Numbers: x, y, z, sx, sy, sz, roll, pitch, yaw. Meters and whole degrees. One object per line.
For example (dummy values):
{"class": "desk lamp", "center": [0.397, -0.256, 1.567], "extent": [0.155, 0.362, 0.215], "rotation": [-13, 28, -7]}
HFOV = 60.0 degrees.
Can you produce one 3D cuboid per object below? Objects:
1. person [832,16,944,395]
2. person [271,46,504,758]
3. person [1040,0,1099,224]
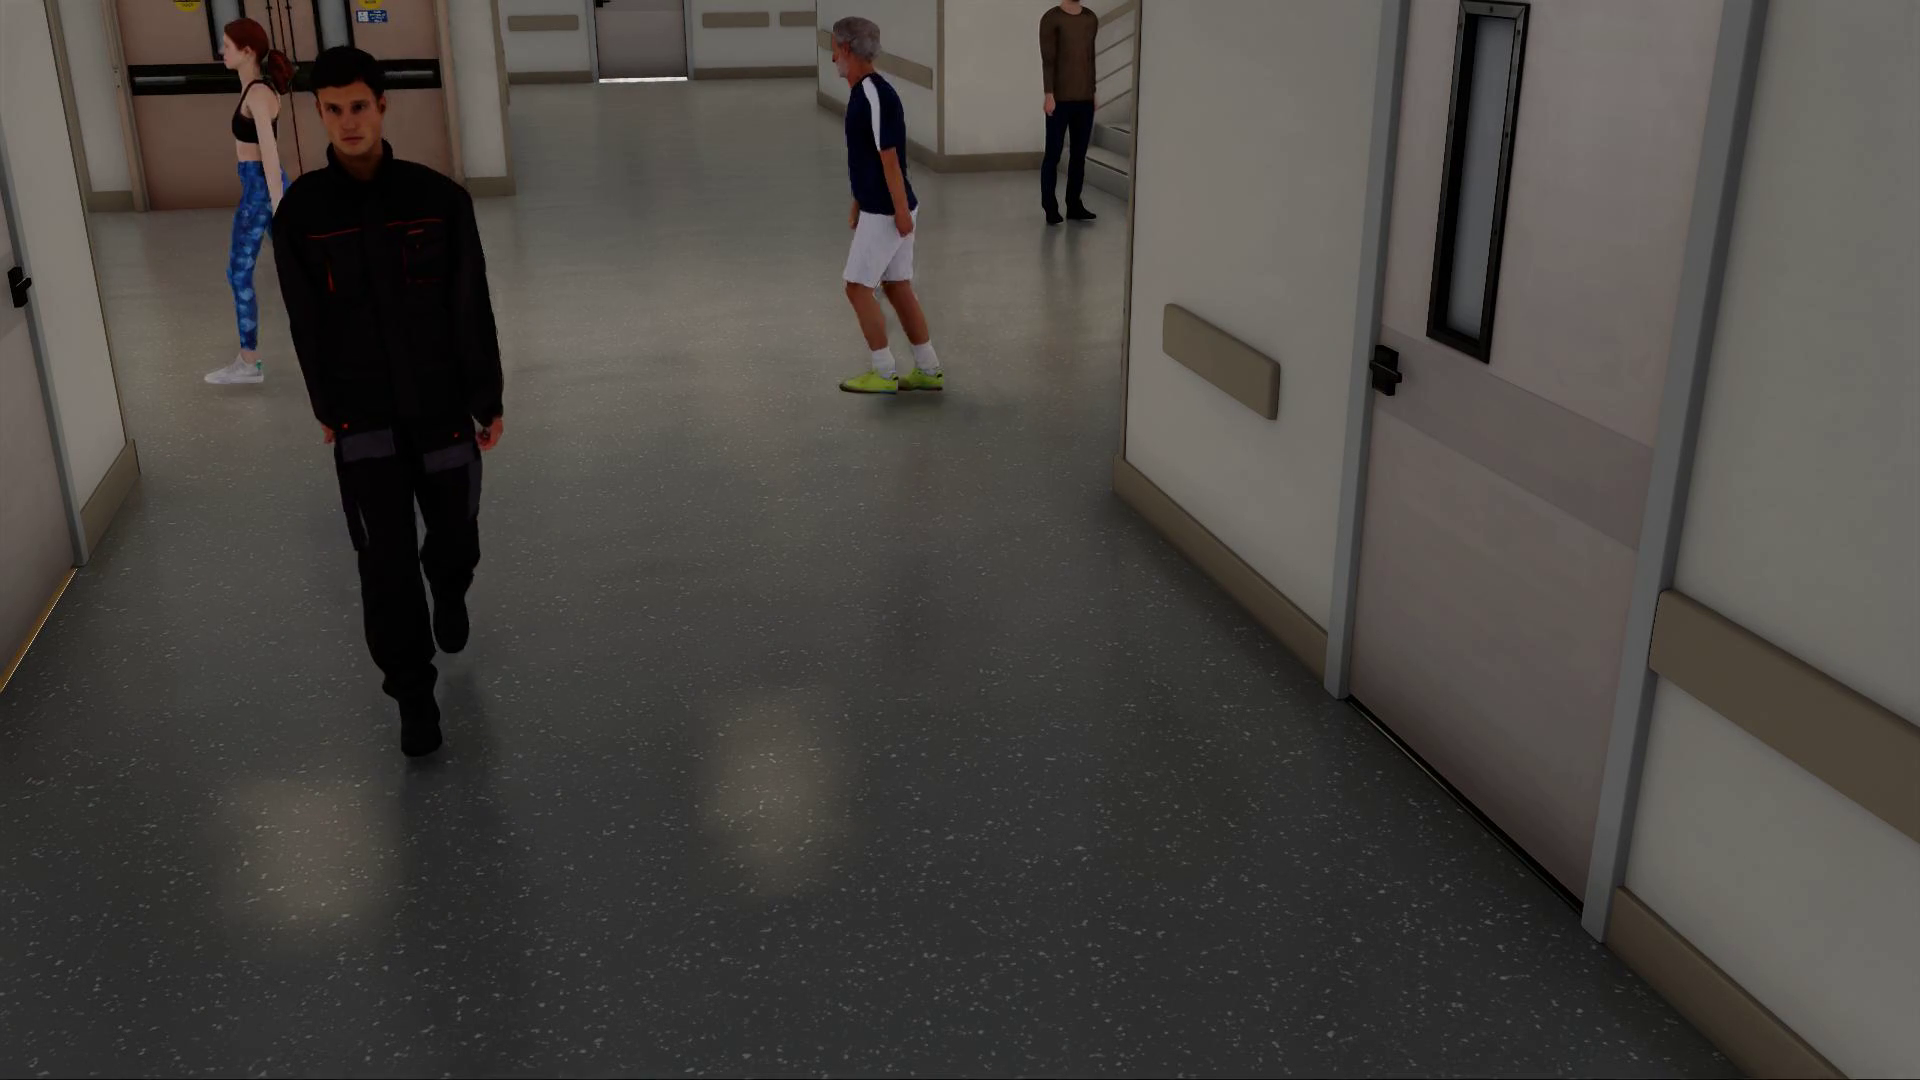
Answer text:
{"class": "person", "center": [-0.296, -1.549, 7.955], "extent": [0.825, 1.779, 0.745], "rotation": [-3, 21, -9]}
{"class": "person", "center": [-1.598, -0.419, 4.794], "extent": [1.168, 1.906, 0.859], "rotation": [-8, 22, -21]}
{"class": "person", "center": [0.831, -3.373, 12.618], "extent": [0.606, 1.888, 0.773], "rotation": [-13, 24, -30]}
